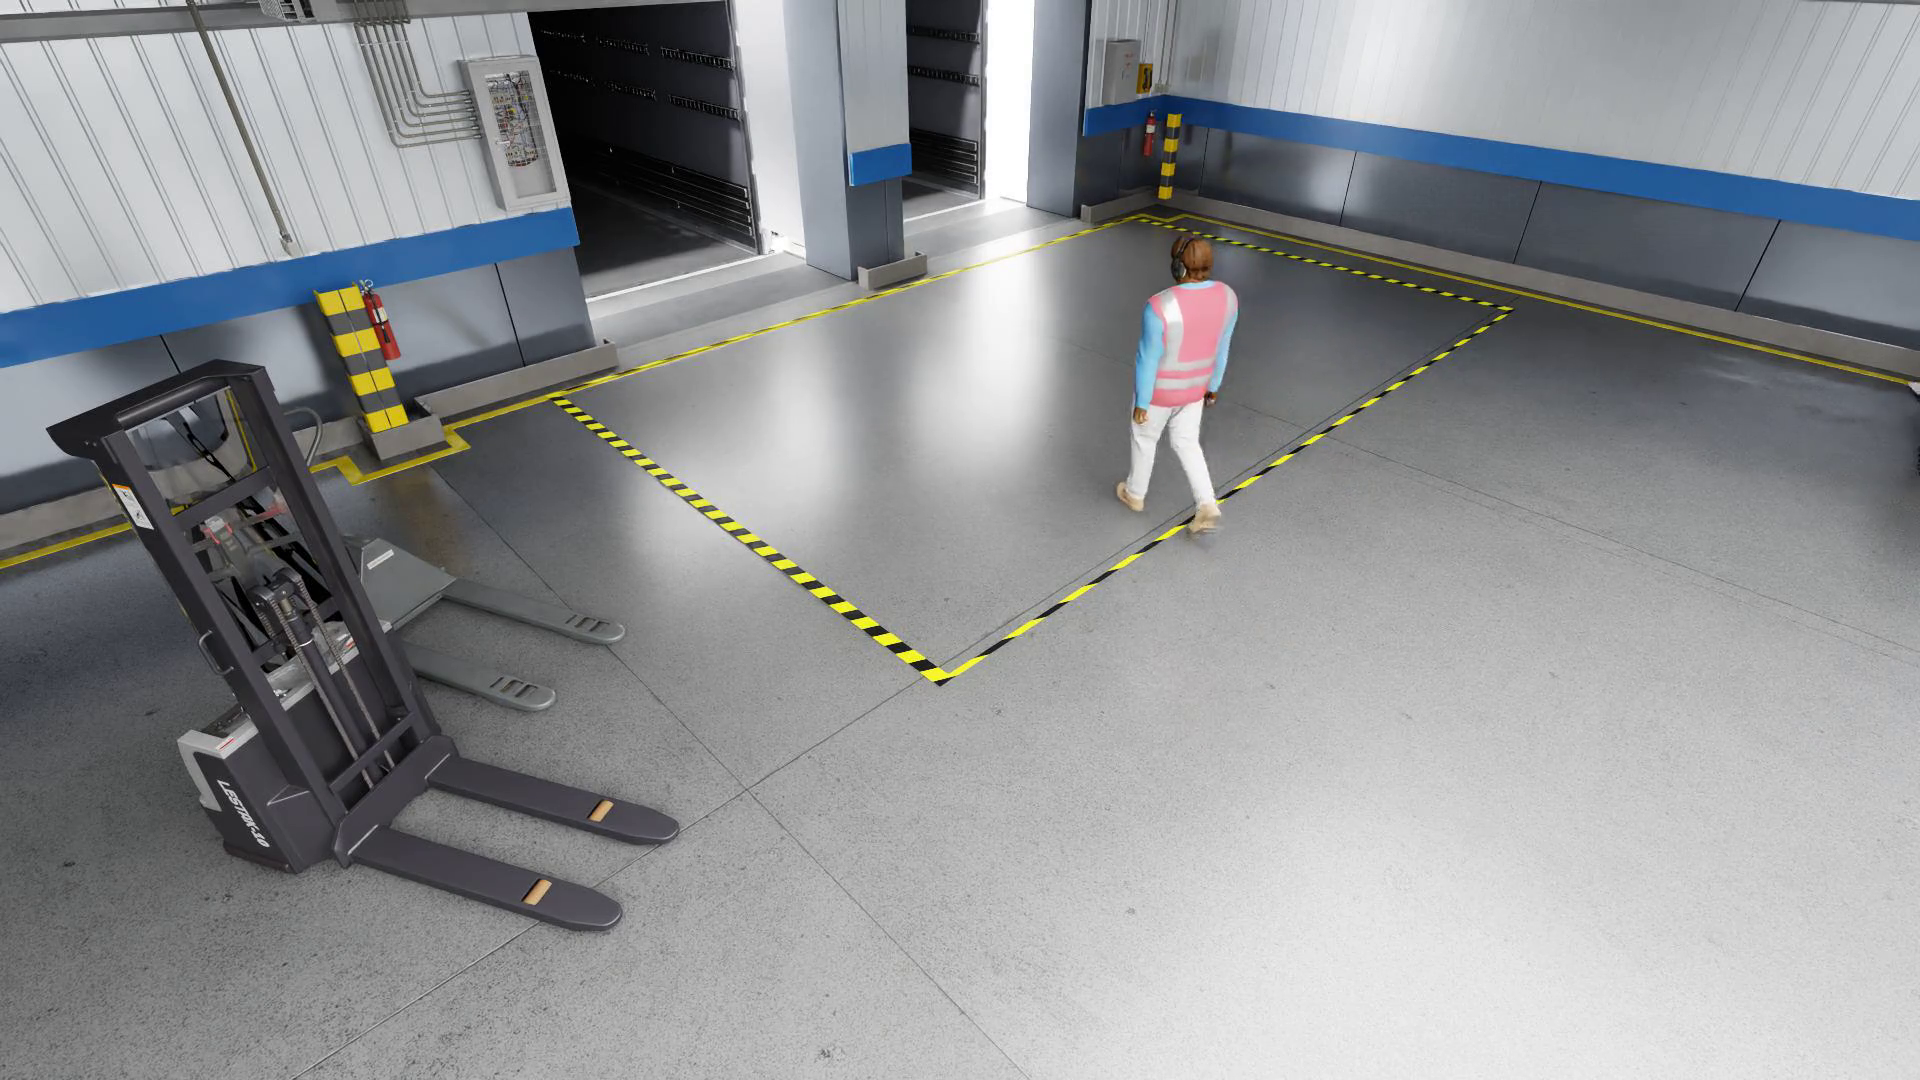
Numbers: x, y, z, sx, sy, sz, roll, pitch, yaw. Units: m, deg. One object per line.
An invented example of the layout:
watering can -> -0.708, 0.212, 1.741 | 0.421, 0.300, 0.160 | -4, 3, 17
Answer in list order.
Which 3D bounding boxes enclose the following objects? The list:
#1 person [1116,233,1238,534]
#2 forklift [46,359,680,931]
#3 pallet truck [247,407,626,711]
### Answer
person -> 1.303, -0.875, 5.426 | 0.630, 1.813, 0.856 | -14, 37, -20
forklift -> -2.135, 0.422, 3.354 | 1.885, 1.965, 0.823 | 10, 35, 14
pallet truck -> -2.628, 0.038, 4.590 | 1.601, 1.201, 0.680 | 12, 36, 18
